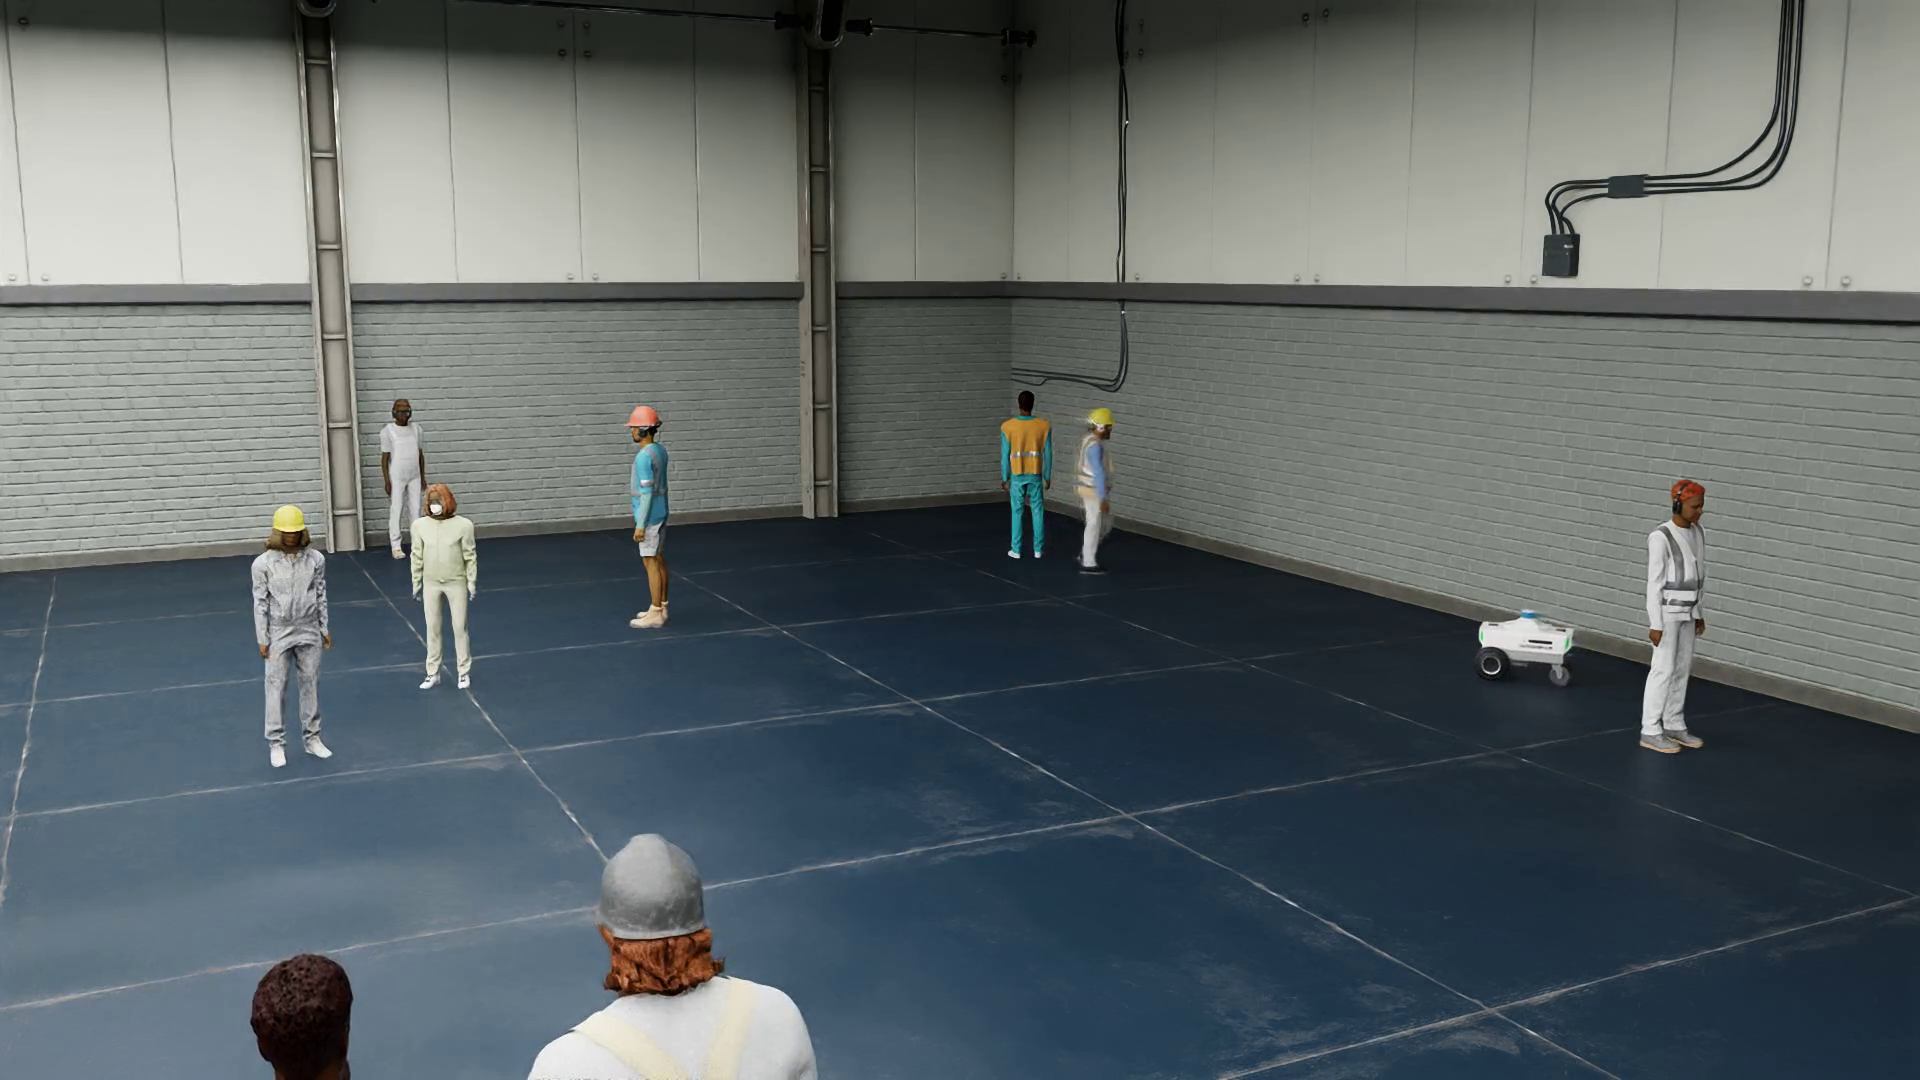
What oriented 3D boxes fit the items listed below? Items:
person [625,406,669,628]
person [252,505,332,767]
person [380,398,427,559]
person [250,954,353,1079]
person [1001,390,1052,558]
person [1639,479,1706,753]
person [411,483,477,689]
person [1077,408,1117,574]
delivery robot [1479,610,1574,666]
[{"bbox_3d":[-2.877,-0.210,15.314,0.374,2.044,0.606,1,9,4],"label":"person"},{"bbox_3d":[-4.431,0.628,11.079,0.492,1.740,0.325,-9,13,-43],"label":"person"},{"bbox_3d":[-6.341,-0.700,18.986,0.342,1.839,0.501,9,13,44],"label":"person"},{"bbox_3d":[-1.301,1.788,3.425,0.591,1.915,0.402,0,9,-2],"label":"person"},{"bbox_3d":[0.757,-0.743,18.984,0.593,1.920,0.392,-1,9,-6],"label":"person"},{"bbox_3d":[4.884,0.517,11.354,0.584,1.878,0.363,-7,12,-37],"label":"person"},{"bbox_3d":[-4.040,0.363,13.042,0.504,1.632,0.270,0,9,-2],"label":"person"},{"bbox_3d":[1.477,-0.520,17.934,0.427,1.810,0.586,1,9,5],"label":"person"},{"bbox_3d":[4.549,0.804,13.355,0.707,0.478,0.477,4,10,24],"label":"delivery robot"}]
